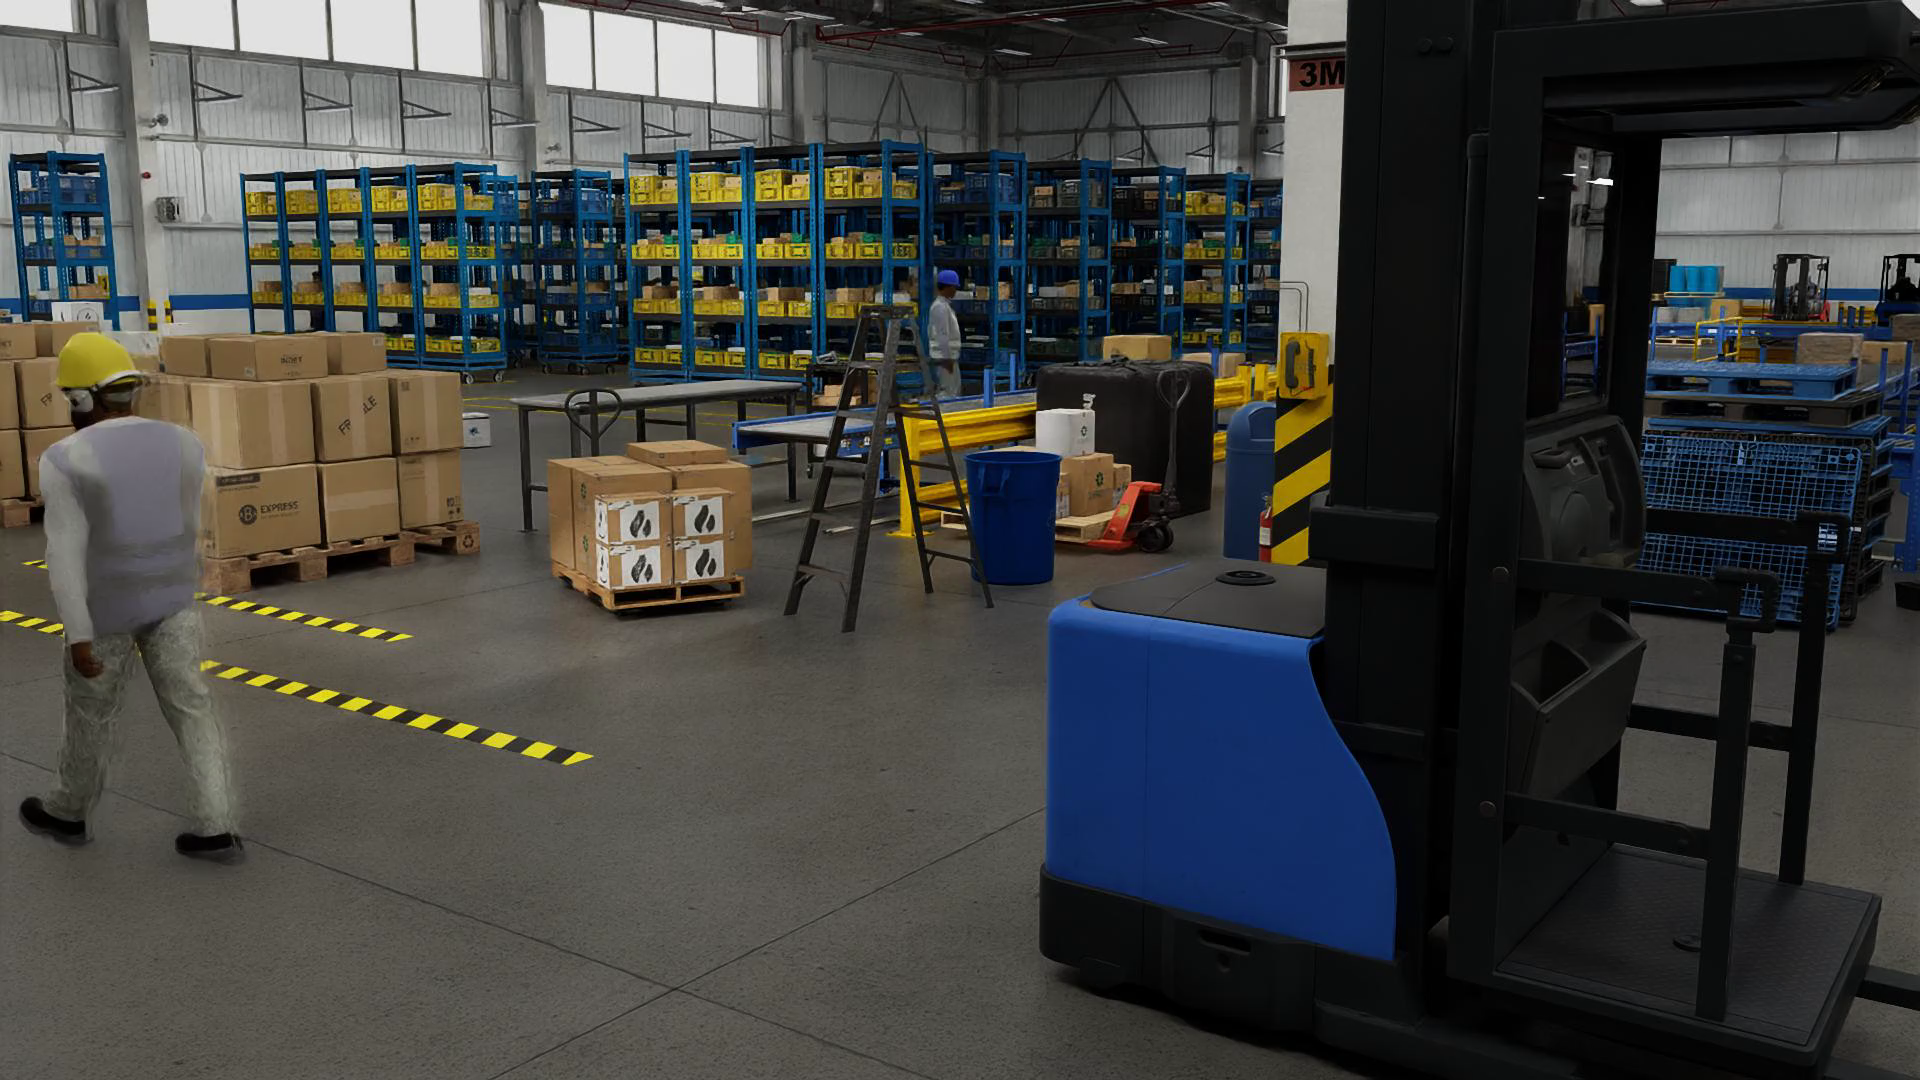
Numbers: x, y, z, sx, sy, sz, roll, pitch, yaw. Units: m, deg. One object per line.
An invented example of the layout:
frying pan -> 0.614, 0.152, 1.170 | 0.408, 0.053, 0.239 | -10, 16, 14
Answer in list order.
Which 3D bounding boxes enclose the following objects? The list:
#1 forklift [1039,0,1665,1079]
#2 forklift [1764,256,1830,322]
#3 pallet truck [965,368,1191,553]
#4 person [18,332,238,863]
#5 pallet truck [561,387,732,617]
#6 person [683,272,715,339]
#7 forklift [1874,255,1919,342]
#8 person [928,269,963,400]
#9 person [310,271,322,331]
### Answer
forklift -> 1.249, -0.137, 4.360 | 1.873, 2.768, 1.129 | 7, 12, 35
forklift -> 20.253, -5.854, 40.139 | 1.157, 1.987, 2.680 | 7, 12, 35
pallet truck -> 0.845, -0.609, 11.869 | 1.630, 1.274, 0.653 | 7, 12, 35
person -> -2.841, 0.199, 5.630 | 0.894, 1.784, 0.585 | 7, 12, 34
pallet truck -> -1.981, -0.274, 10.088 | 0.680, 1.201, 1.601 | -5, 11, -28
person -> -4.625, -3.817, 29.409 | 0.590, 1.827, 0.404 | -3, 10, -16
forklift -> 22.089, -5.634, 38.796 | 1.157, 1.987, 2.680 | 6, 11, 33
person -> -0.179, -2.036, 18.487 | 0.667, 1.926, 0.628 | 1, 10, 9
person -> -12.099, -4.189, 31.585 | 0.564, 1.839, 0.390 | 4, 10, 21
